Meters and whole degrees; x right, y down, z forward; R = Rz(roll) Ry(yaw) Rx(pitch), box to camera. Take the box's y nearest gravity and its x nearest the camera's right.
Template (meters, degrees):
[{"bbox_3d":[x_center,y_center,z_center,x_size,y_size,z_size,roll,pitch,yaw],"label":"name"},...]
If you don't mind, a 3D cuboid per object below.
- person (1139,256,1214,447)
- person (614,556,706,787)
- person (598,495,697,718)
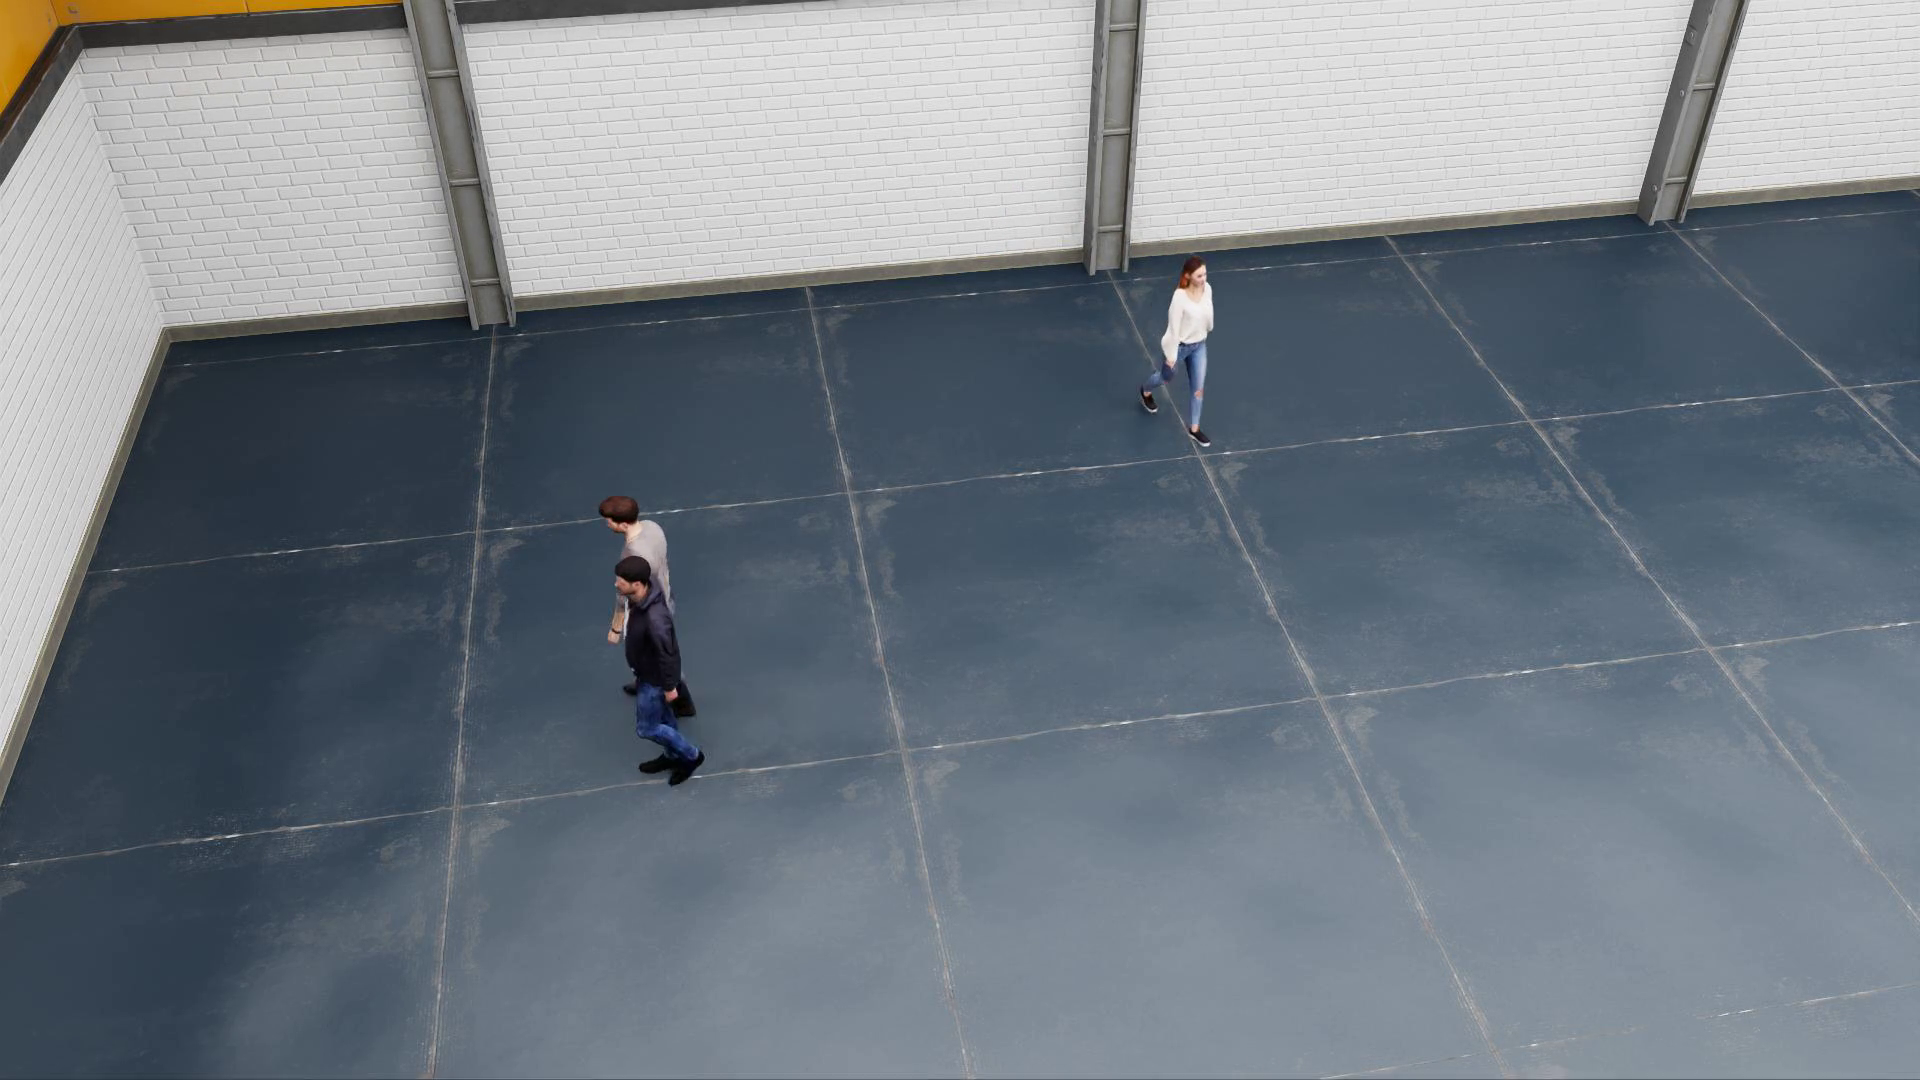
[{"bbox_3d":[1.828,-1.638,13.975,1.137,1.659,0.995,-22,43,-25],"label":"person"},{"bbox_3d":[-1.884,0.812,10.731,0.702,1.877,0.722,-11,40,-14],"label":"person"},{"bbox_3d":[-1.982,0.478,11.149,0.848,1.879,0.773,1,39,1],"label":"person"}]
